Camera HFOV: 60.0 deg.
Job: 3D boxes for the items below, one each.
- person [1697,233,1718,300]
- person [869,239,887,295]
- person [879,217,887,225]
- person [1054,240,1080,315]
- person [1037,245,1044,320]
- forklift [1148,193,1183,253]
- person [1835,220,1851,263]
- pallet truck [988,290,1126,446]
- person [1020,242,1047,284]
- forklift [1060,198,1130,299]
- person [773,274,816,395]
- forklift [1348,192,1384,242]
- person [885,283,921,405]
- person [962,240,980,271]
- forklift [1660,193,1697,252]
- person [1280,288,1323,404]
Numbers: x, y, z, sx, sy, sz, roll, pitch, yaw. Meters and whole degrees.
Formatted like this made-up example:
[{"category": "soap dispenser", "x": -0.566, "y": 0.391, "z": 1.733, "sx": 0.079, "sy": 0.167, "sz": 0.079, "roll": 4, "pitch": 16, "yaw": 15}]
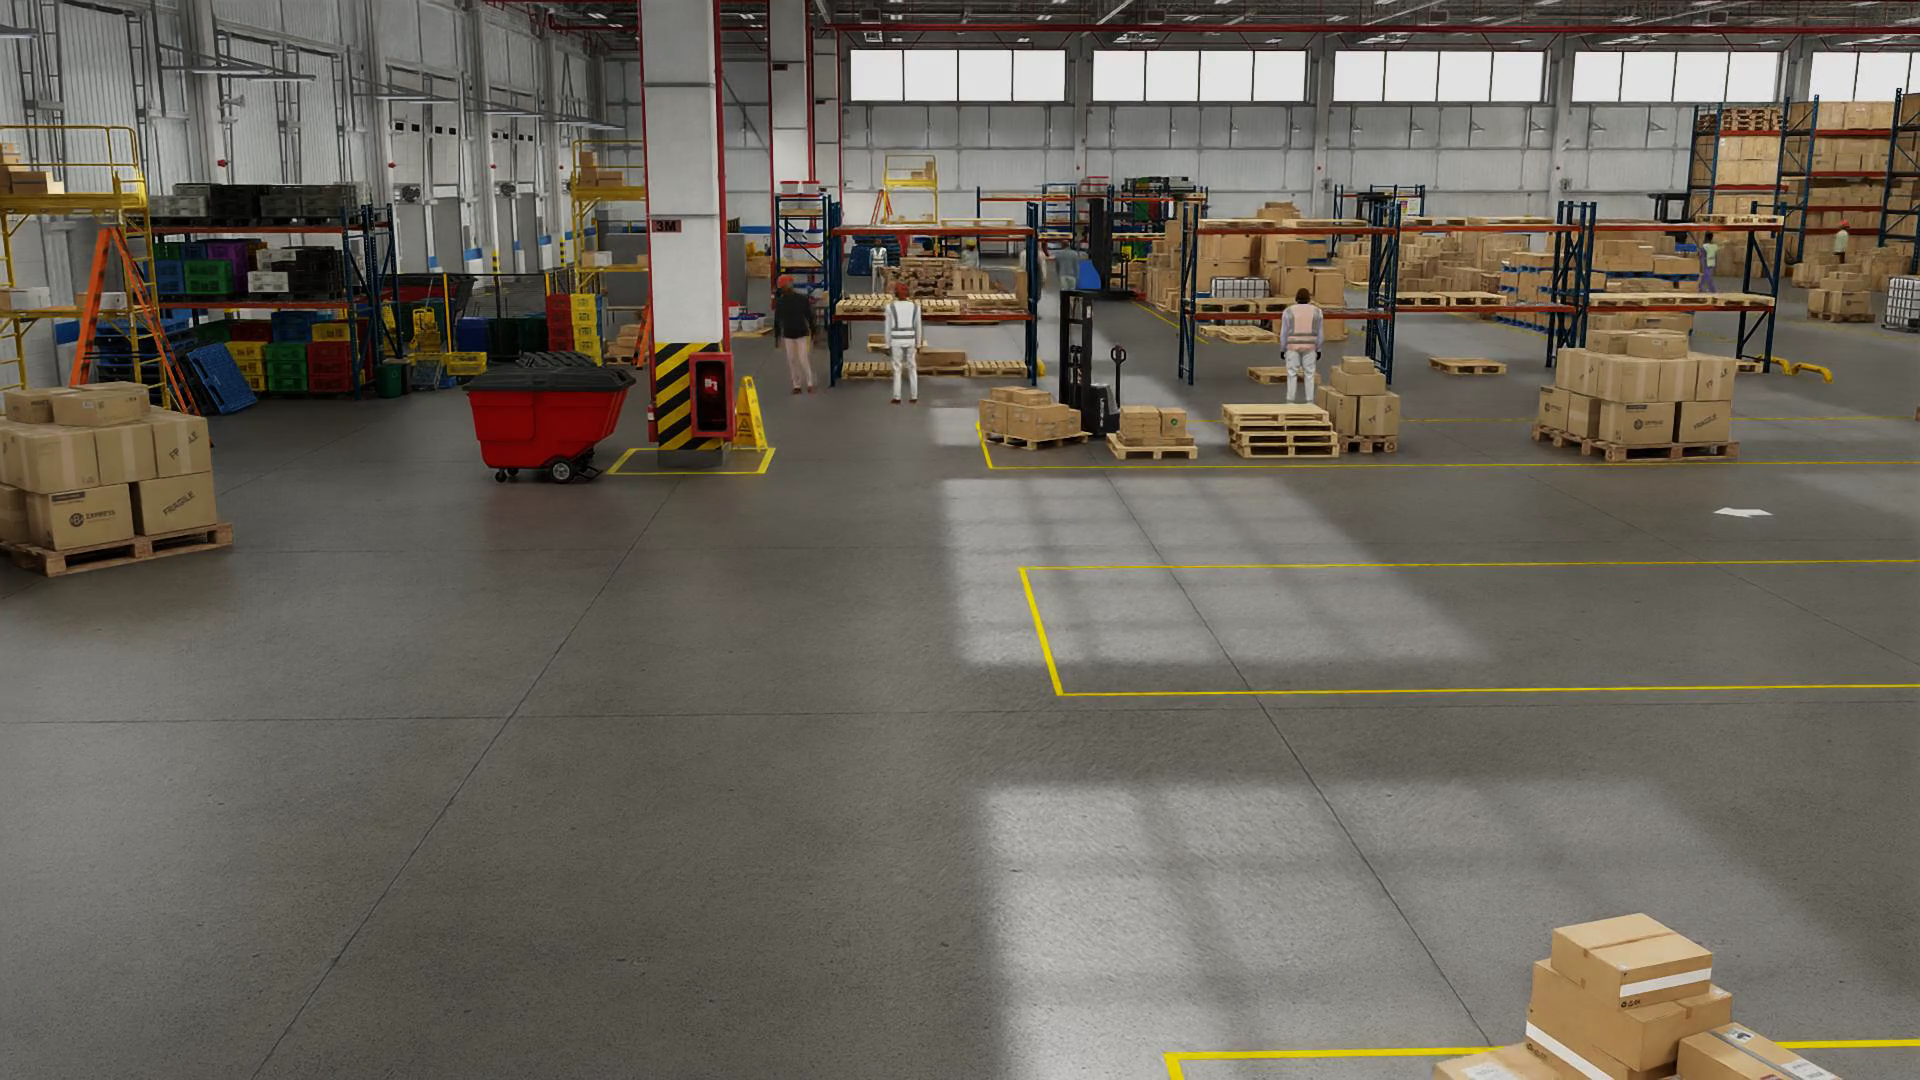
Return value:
[{"category": "person", "x": 20.934, "y": -7.682, "z": 46.722, "sx": 0.599, "sy": 1.864, "sz": 1.012, "roll": -8, "pitch": 15, "yaw": -33}, {"category": "person", "x": -2.367, "y": -7.911, "z": 48.264, "sx": 0.525, "sy": 1.639, "sz": 0.307, "roll": 1, "pitch": 13, "yaw": 6}, {"category": "person", "x": -2.705, "y": -10.933, "z": 61.301, "sx": 0.568, "sy": 1.917, "sz": 0.570, "roll": -2, "pitch": 13, "yaw": -7}, {"category": "person", "x": 2.681, "y": -6.592, "z": 41.792, "sx": 0.644, "sy": 1.876, "sz": 0.910, "roll": 0, "pitch": 12, "yaw": 2}, {"category": "person", "x": 1.765, "y": -6.290, "z": 40.501, "sx": 0.529, "sy": 1.821, "sz": 0.638, "roll": -11, "pitch": 16, "yaw": -40}, {"category": "forklift", "x": 7.418, "y": -10.493, "z": 57.099, "sx": 1.873, "sy": 2.768, "sz": 1.129, "roll": 1, "pitch": 13, "yaw": 5}, {"category": "person", "x": 29.133, "y": -9.594, "z": 55.091, "sx": 0.597, "sy": 1.981, "sz": 0.614, "roll": 0, "pitch": 12, "yaw": 0}, {"category": "pallet truck", "x": 1.257, "y": -2.299, "z": 22.111, "sx": 1.885, "sy": 1.965, "sz": 0.823, "roll": -9, "pitch": 15, "yaw": -35}, {"category": "person", "x": 1.851, "y": -6.567, "z": 41.549, "sx": 0.661, "sy": 1.919, "sz": 0.625, "roll": -2, "pitch": 13, "yaw": -10}, {"category": "forklift", "x": 3.796, "y": -8.210, "z": 46.791, "sx": 1.873, "sy": 2.768, "sz": 1.129, "roll": 0, "pitch": 12, "yaw": -2}, {"category": "person", "x": -2.666, "y": -3.275, "z": 26.625, "sx": 0.642, "sy": 1.947, "sz": 0.555, "roll": 4, "pitch": 13, "yaw": 17}, {"category": "forklift", "x": 14.687, "y": -11.098, "z": 59.826, "sx": 1.129, "sy": 2.768, "sz": 1.873, "roll": 0, "pitch": 12, "yaw": -2}, {"category": "person", "x": -0.873, "y": -3.007, "z": 25.580, "sx": 0.578, "sy": 1.879, "sz": 0.354, "roll": -4, "pitch": 13, "yaw": -16}, {"category": "person", "x": 0.317, "y": -7.476, "z": 46.180, "sx": 0.496, "sy": 1.693, "sz": 0.891, "roll": -4, "pitch": 13, "yaw": -19}, {"category": "forklift", "x": 24.757, "y": -10.641, "z": 57.764, "sx": 1.129, "sy": 2.768, "sz": 1.873, "roll": 0, "pitch": 12, "yaw": -2}, {"category": "person", "x": 5.133, "y": -2.869, "z": 25.043, "sx": 0.634, "sy": 1.839, "sz": 0.429, "roll": 1, "pitch": 13, "yaw": 4}]
